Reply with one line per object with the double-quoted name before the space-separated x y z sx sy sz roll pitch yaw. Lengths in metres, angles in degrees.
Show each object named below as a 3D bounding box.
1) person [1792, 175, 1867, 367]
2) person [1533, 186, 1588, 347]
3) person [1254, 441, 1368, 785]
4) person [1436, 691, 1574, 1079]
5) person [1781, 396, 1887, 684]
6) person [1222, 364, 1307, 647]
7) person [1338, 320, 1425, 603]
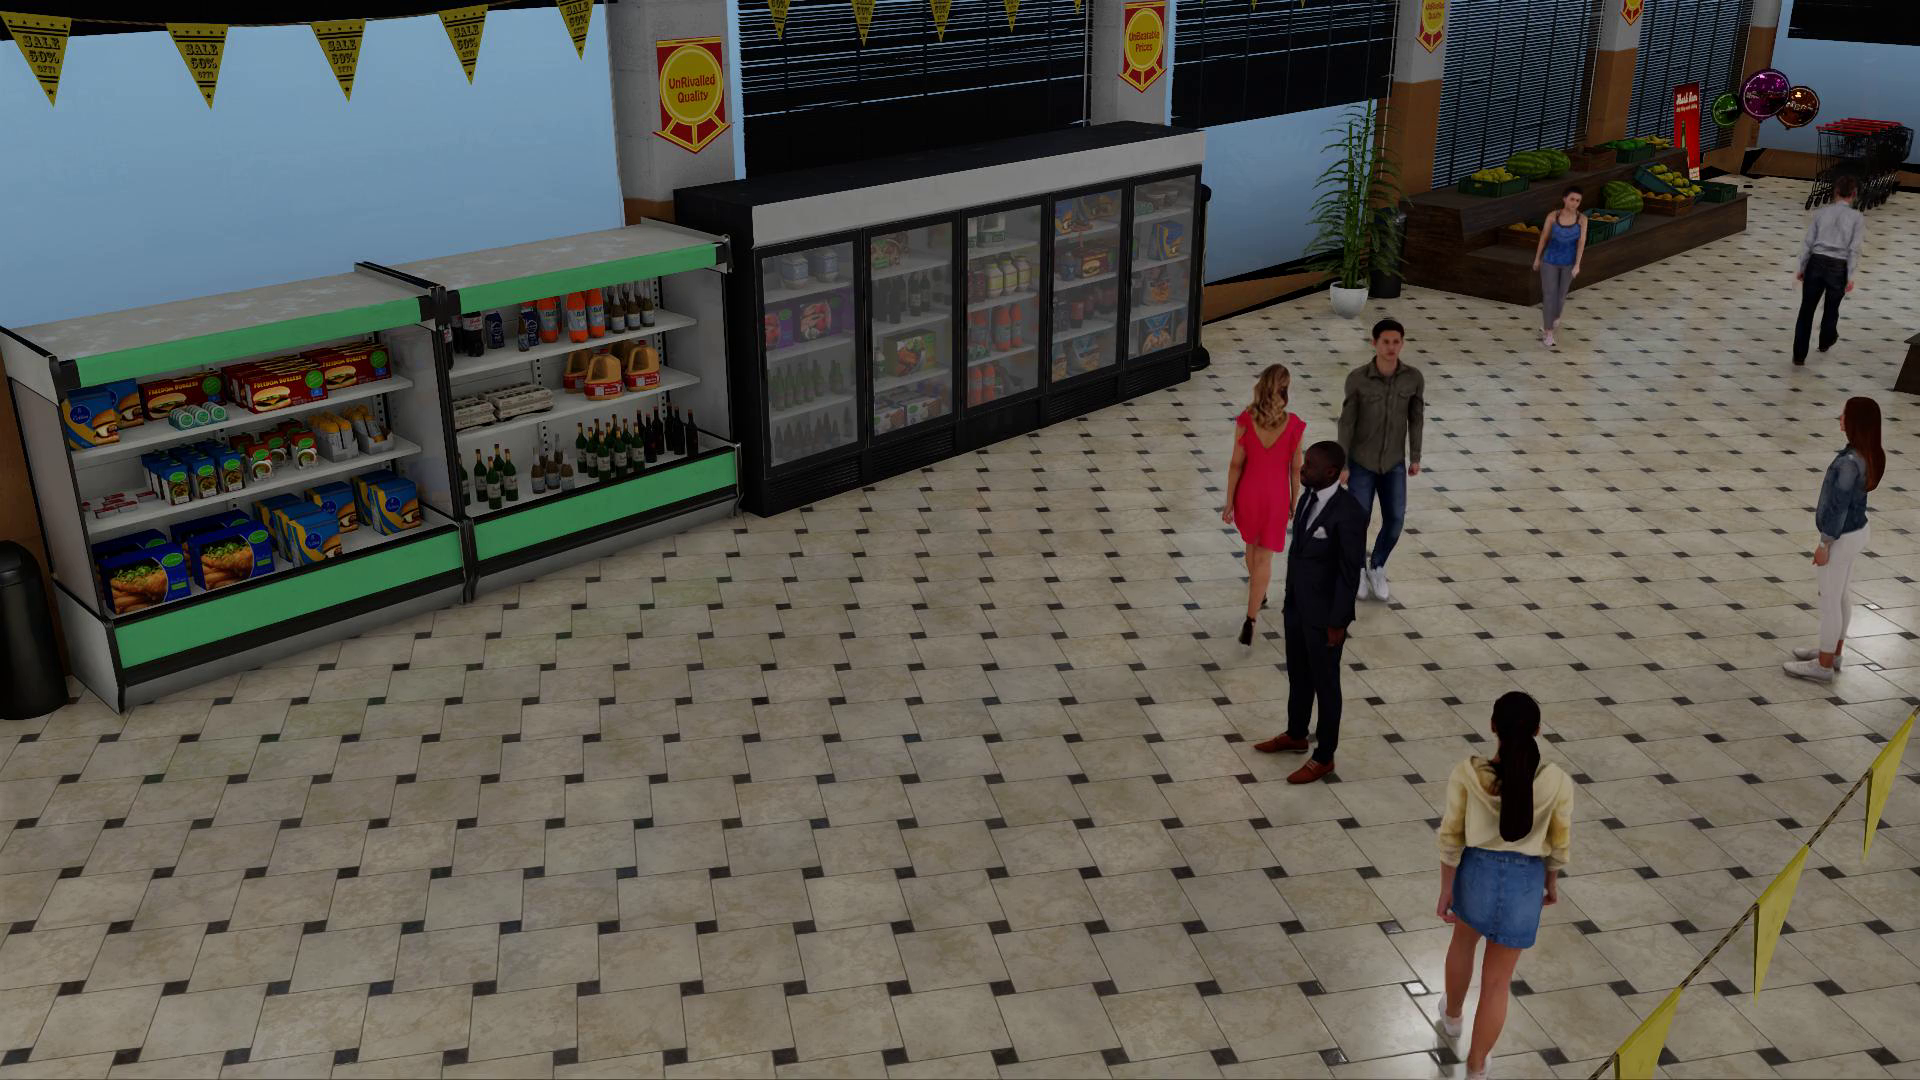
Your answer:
"person" 8.183 -2.485 15.720 0.832 1.742 1.286 15 26 32
"person" 5.970 -2.747 16.614 0.934 1.563 1.120 8 23 20
"person" 1.837 0.351 8.554 0.763 1.824 0.785 -7 23 -17
"person" 2.034 1.374 6.291 0.800 1.612 0.878 8 23 19
"person" 5.114 -0.004 9.604 0.659 1.700 0.450 19 29 39
"person" 1.810 -0.172 10.064 0.916 1.668 1.185 7 23 17
"person" 2.668 -0.536 10.724 0.824 1.851 0.889 -1 22 -1
